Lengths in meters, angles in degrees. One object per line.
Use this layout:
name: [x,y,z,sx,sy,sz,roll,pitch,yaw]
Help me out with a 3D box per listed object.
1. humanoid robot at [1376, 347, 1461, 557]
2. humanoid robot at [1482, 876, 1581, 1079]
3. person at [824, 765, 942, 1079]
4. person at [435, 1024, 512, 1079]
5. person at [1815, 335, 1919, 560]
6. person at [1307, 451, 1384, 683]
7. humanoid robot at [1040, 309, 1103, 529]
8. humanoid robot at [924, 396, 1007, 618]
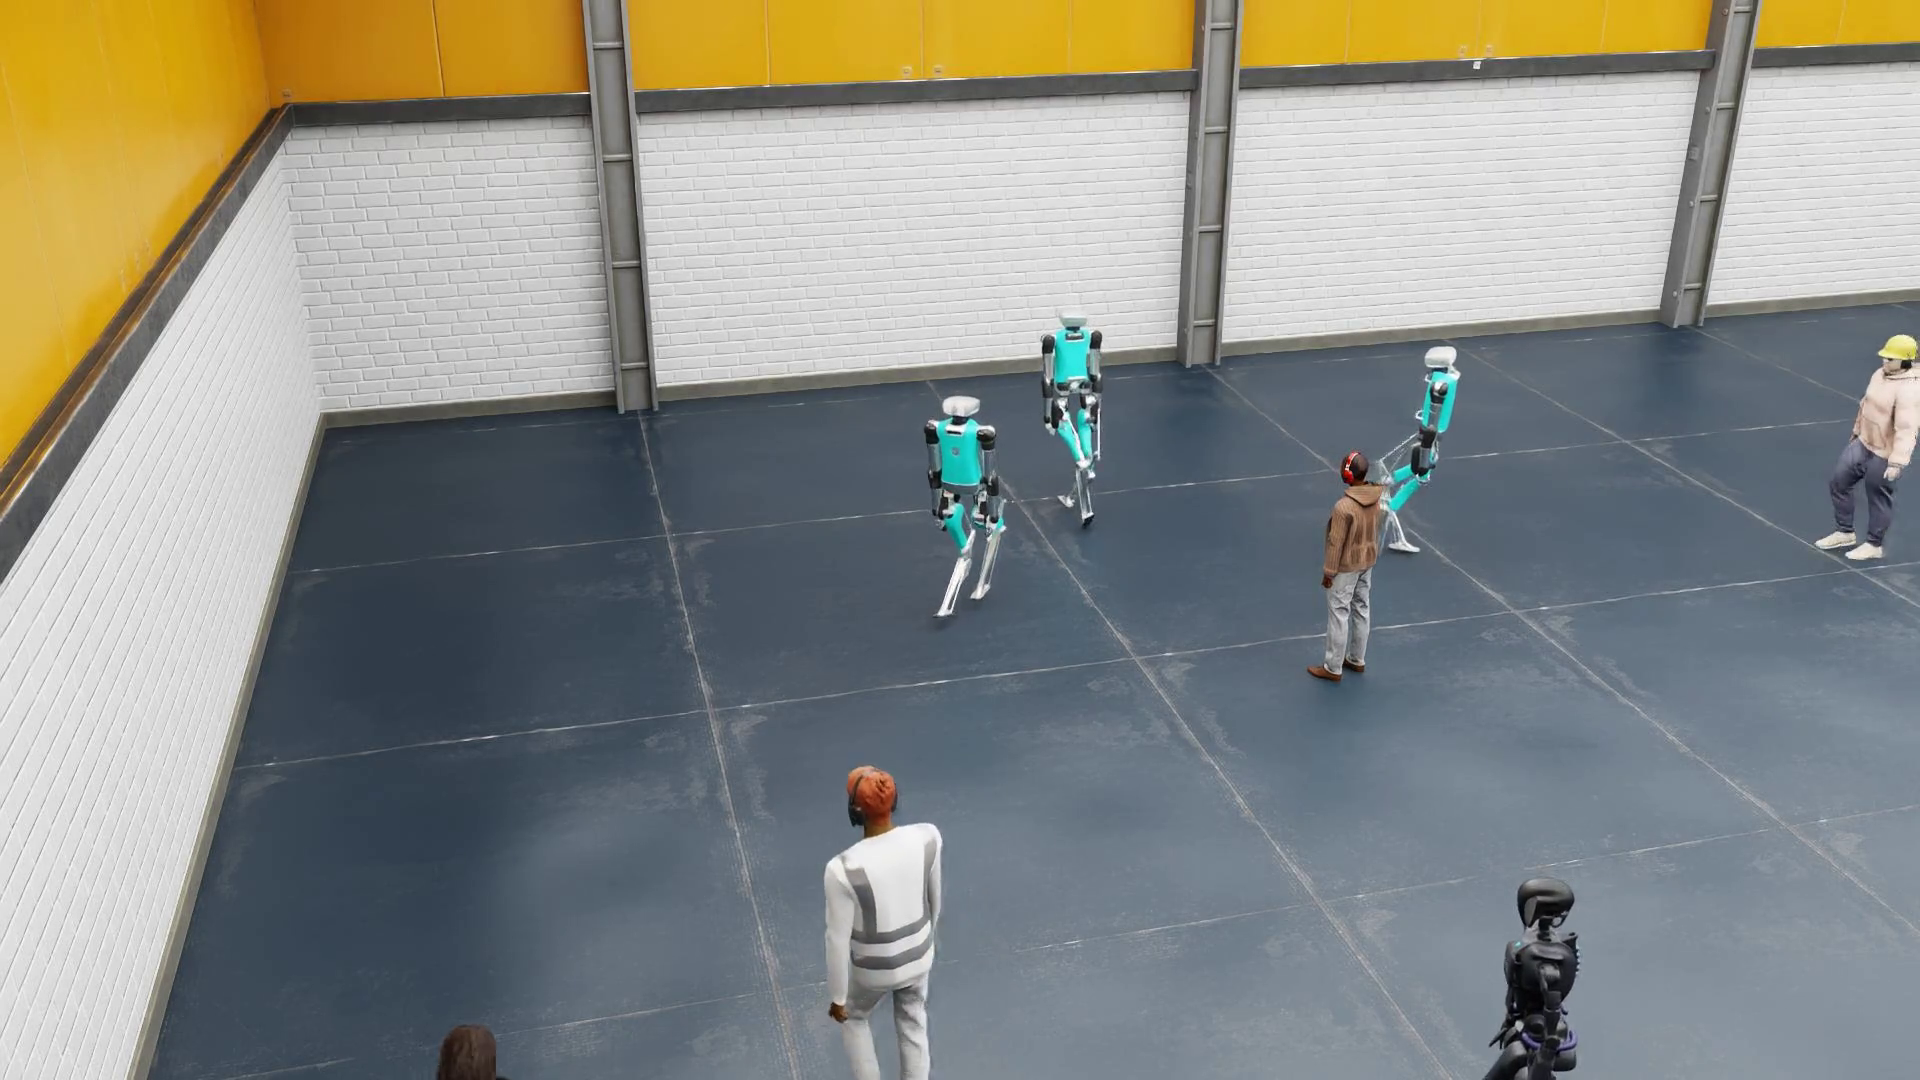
humanoid robot: [3.487,-0.616,13.083,0.706,1.908,0.546,10,26,22]
humanoid robot: [2.330,2.112,6.822,0.338,1.648,0.612,3,24,7]
person: [-0.334,1.822,7.246,0.614,1.864,0.483,-13,27,-27]
person: [-1.642,2.523,5.804,0.376,1.752,0.629,6,25,14]
person: [7.140,-0.714,13.024,0.627,1.845,0.845,-2,24,-4]
person: [2.633,0.187,11.226,0.462,1.648,0.327,-18,29,-35]
humanoid robot: [1.032,-0.943,13.734,0.530,1.769,0.995,-7,25,-16]
humanoid robot: [0.079,-0.261,12.116,0.547,1.742,0.966,9,25,20]
